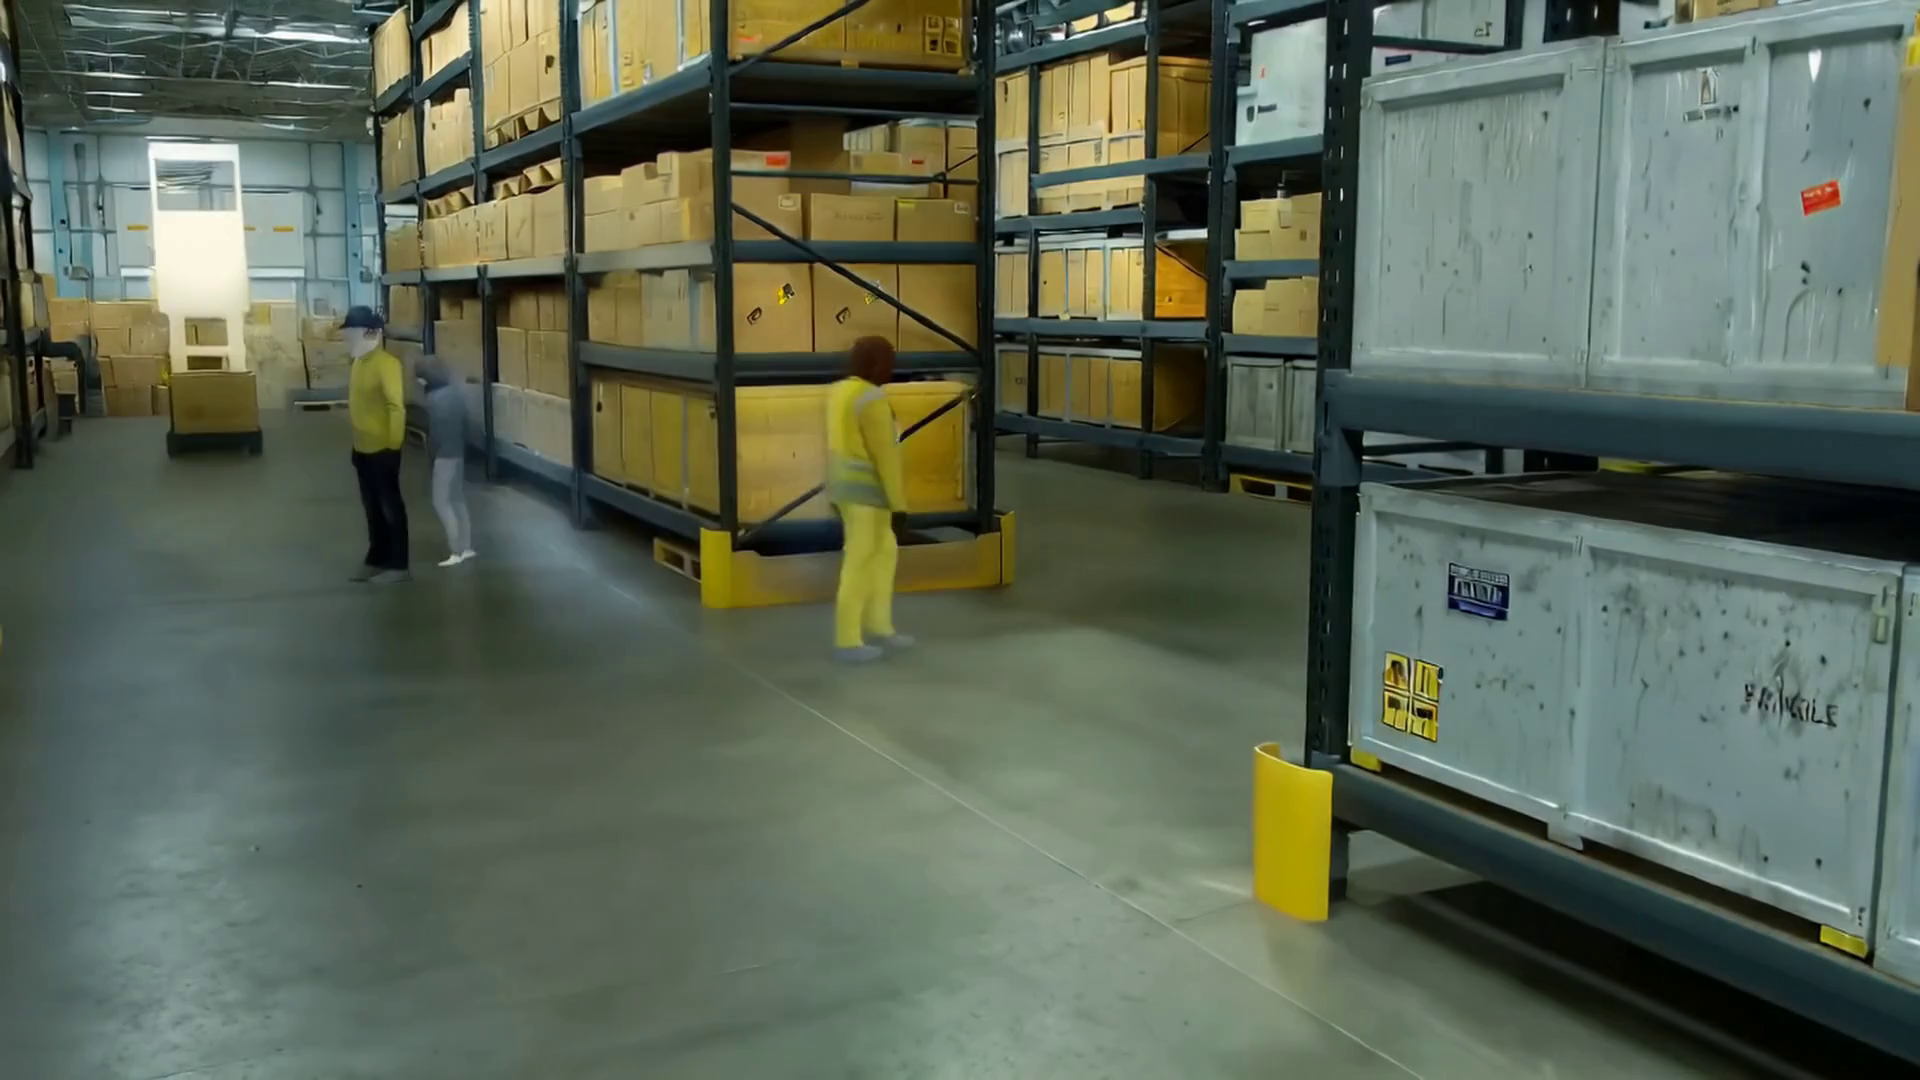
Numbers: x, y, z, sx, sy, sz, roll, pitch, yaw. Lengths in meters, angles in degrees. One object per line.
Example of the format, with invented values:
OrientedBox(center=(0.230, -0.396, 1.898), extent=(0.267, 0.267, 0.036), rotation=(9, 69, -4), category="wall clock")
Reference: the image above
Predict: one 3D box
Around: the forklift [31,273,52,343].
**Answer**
OrientedBox(center=(-28.341, -6.758, 50.689), extent=(1.873, 2.768, 1.129), rotation=(4, 9, 24), category="forklift")

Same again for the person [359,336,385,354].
OrientedBox(center=(-12.761, -4.130, 36.114), extent=(1.055, 1.853, 0.594), rotation=(-7, 11, -42), category="person")

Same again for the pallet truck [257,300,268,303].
OrientedBox(center=(-23.913, -7.404, 58.171), extent=(1.885, 1.965, 0.823), rotation=(-1, 8, -9), category="pallet truck")

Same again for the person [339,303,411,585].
OrientedBox(center=(-4.167, -0.679, 11.814), extent=(0.622, 1.990, 0.401), rotation=(8, 11, 43), category="person")

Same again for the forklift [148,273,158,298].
OrientedBox(center=(-25.023, -7.020, 52.496), extent=(1.873, 2.768, 1.129), rotation=(6, 10, 35), category="forklift")

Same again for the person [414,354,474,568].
OrientedBox(center=(-3.934, -0.616, 12.695), extent=(0.325, 1.611, 0.647), rotation=(0, 8, 0), category="person")

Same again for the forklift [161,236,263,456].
OrientedBox(center=(-9.865, -2.569, 21.800), extent=(1.129, 2.768, 1.873), rotation=(-4, 9, -26), category="forklift")

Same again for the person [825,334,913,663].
OrientedBox(center=(-0.434, -0.227, 9.274), extent=(0.681, 1.819, 0.664), rotation=(-3, 9, -22), category="person")
